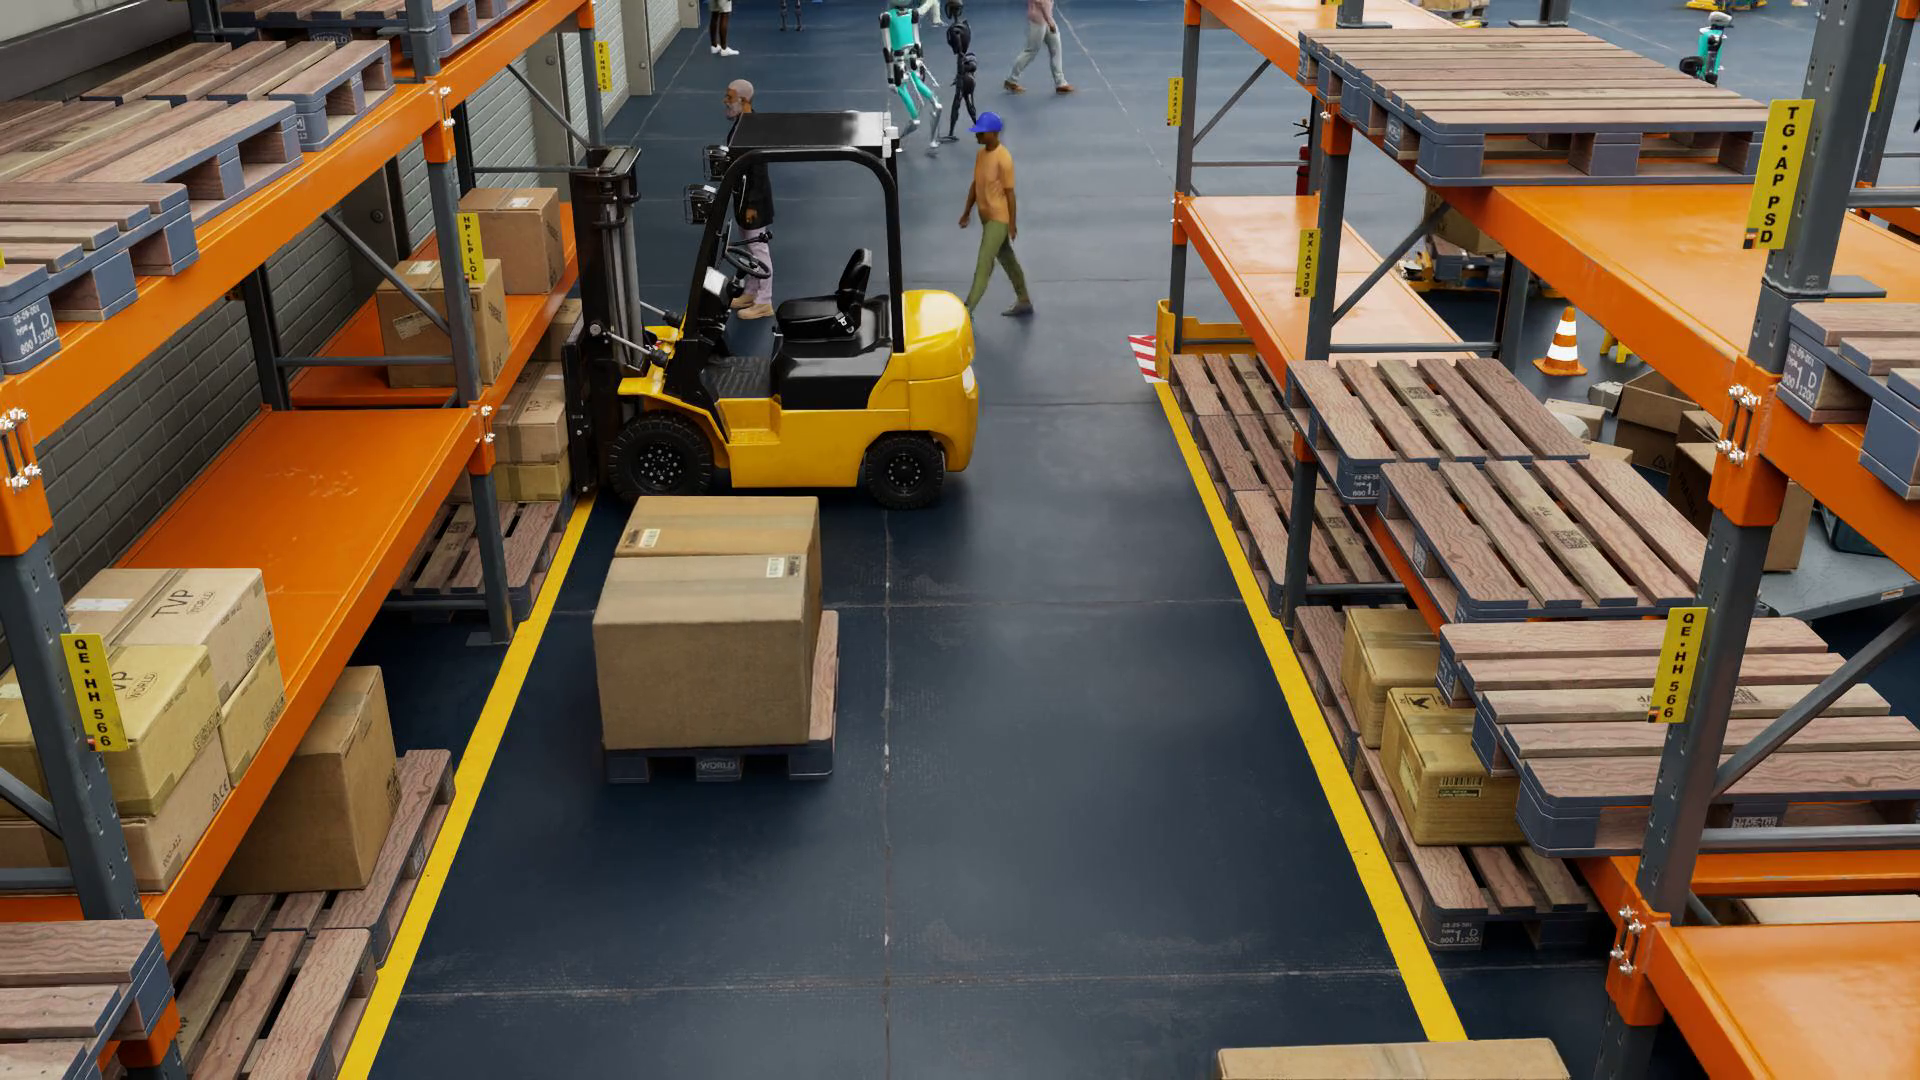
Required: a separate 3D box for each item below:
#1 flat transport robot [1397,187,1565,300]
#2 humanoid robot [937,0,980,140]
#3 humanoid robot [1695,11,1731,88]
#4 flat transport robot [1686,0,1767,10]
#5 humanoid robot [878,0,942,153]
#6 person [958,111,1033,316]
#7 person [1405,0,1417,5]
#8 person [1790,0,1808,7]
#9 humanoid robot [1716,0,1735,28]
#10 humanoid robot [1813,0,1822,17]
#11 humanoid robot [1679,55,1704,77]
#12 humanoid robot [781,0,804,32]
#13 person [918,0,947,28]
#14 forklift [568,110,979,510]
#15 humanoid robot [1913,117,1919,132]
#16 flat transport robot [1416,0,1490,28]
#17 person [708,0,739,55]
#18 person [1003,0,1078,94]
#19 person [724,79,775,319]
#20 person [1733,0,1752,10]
[{"bbox_3d":[4.464,-2.252,14.072,1.431,0.231,0.659,4,26,9],"label":"flat transport robot"},{"bbox_3d":[0.066,-5.381,19.110,0.669,1.618,0.594,0,25,0],"label":"humanoid robot"},{"bbox_3d":[7.812,-4.495,17.049,0.670,1.764,0.552,5,26,11],"label":"humanoid robot"},{"bbox_3d":[13.703,-9.630,29.696,1.431,0.231,0.659,-16,30,-30],"label":"flat transport robot"},{"bbox_3d":[-0.467,-5.116,18.451,0.530,1.758,0.871,-22,33,-38],"label":"humanoid robot"},{"bbox_3d":[0.222,-2.499,12.956,0.918,1.664,0.469,-12,28,-24],"label":"person"},{"bbox_3d":[6.869,-8.478,25.426,0.561,1.837,0.387,-22,33,-38],"label":"person"},{"bbox_3d":[15.175,-10.498,29.672,0.383,1.867,0.675,5,26,10],"label":"person"},{"bbox_3d":[12.676,-9.292,27.342,0.422,1.644,0.589,15,29,29],"label":"humanoid robot"},{"bbox_3d":[14.784,-9.696,28.127,0.548,1.804,0.672,2,25,5],"label":"humanoid robot"},{"bbox_3d":[6.655,-3.616,15.319,0.476,1.647,0.609,22,33,39],"label":"humanoid robot"},{"bbox_3d":[-2.786,-9.120,26.951,0.599,1.657,0.315,-1,25,-2],"label":"humanoid robot"},{"bbox_3d":[-0.495,-9.242,27.177,0.739,1.712,0.541,-18,31,-34],"label":"person"},{"bbox_3d":[-1.043,-1.379,9.976,2.313,2.155,1.214,-1,25,-2],"label":"forklift"},{"bbox_3d":[9.925,-4.244,16.711,0.807,1.626,0.610,-22,33,-39],"label":"humanoid robot"},{"bbox_3d":[7.837,-8.401,27.093,0.659,0.231,1.431,-21,32,-37],"label":"flat transport robot"},{"bbox_3d":[-3.601,-8.213,24.800,0.375,1.893,0.550,-22,33,-38],"label":"person"},{"bbox_3d":[1.041,-6.814,21.836,0.979,1.888,0.616,7,26,14],"label":"person"},{"bbox_3d":[-1.663,-2.690,13.143,0.403,1.856,0.537,-9,27,-17],"label":"person"},{"bbox_3d":[13.929,-10.330,29.254,0.377,1.917,0.489,4,26,8],"label":"person"}]
